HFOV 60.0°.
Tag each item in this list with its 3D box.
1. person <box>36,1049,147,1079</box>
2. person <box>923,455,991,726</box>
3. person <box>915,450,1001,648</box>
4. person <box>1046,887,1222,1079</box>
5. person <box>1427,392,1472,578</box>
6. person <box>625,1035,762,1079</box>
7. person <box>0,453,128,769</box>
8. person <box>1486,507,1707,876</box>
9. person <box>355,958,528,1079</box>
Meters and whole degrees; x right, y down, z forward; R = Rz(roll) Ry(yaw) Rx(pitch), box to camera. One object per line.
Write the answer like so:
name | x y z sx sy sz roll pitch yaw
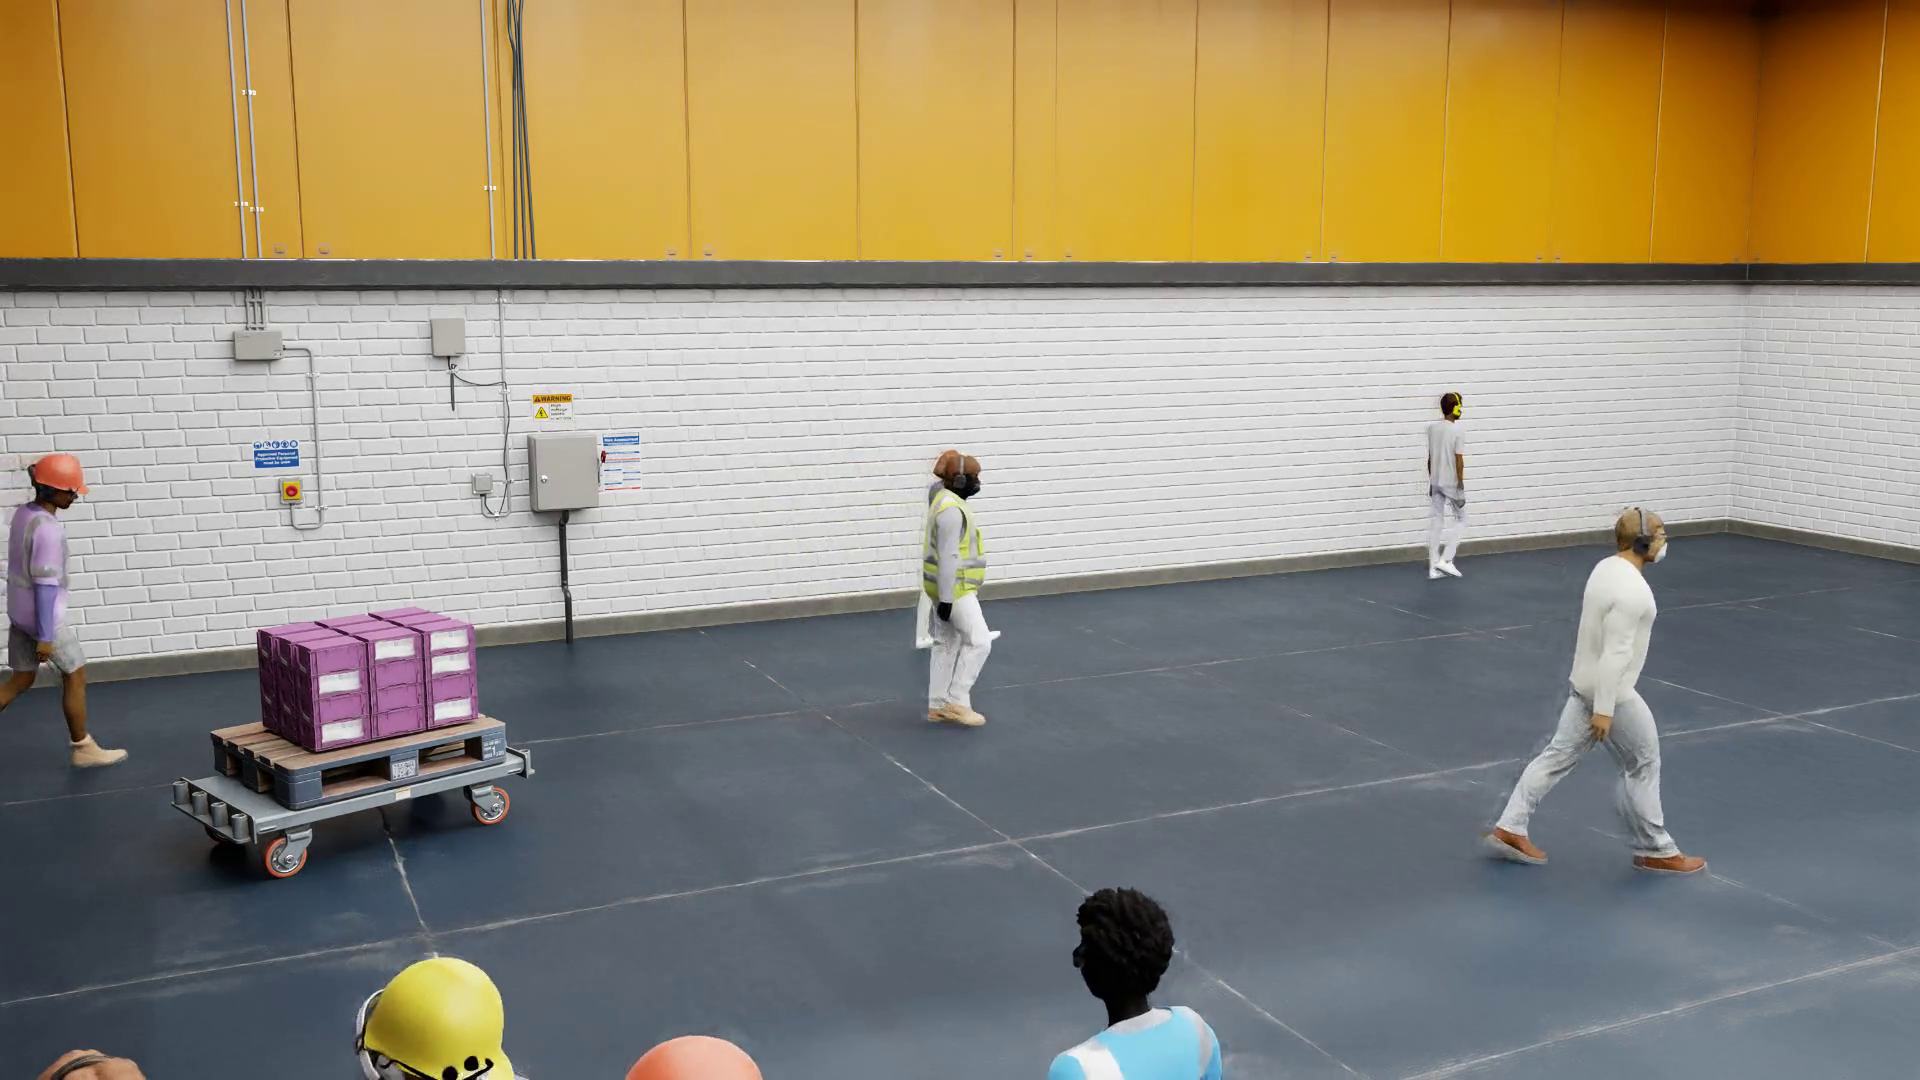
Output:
person | -1.575 1.730 3.083 0.307 1.639 0.513 6 11 33
person | 0.010 0.342 11.107 0.541 1.823 0.648 0 9 -3
person | -0.032 0.072 13.464 0.796 1.594 0.521 -5 11 -31
person | 0.331 1.605 3.843 0.904 1.636 0.537 7 12 38
person | 4.845 -0.534 16.456 0.452 1.853 0.563 -5 10 -29
person | -0.361 1.673 2.501 0.644 1.937 1.011 -1 9 -9
person | -5.536 0.470 9.854 0.643 1.980 0.942 9 13 43
person | 3.215 0.758 8.386 1.059 1.886 0.639 1 9 6
person | -0.981 1.648 3.079 0.644 1.794 0.645 -7 12 -37
